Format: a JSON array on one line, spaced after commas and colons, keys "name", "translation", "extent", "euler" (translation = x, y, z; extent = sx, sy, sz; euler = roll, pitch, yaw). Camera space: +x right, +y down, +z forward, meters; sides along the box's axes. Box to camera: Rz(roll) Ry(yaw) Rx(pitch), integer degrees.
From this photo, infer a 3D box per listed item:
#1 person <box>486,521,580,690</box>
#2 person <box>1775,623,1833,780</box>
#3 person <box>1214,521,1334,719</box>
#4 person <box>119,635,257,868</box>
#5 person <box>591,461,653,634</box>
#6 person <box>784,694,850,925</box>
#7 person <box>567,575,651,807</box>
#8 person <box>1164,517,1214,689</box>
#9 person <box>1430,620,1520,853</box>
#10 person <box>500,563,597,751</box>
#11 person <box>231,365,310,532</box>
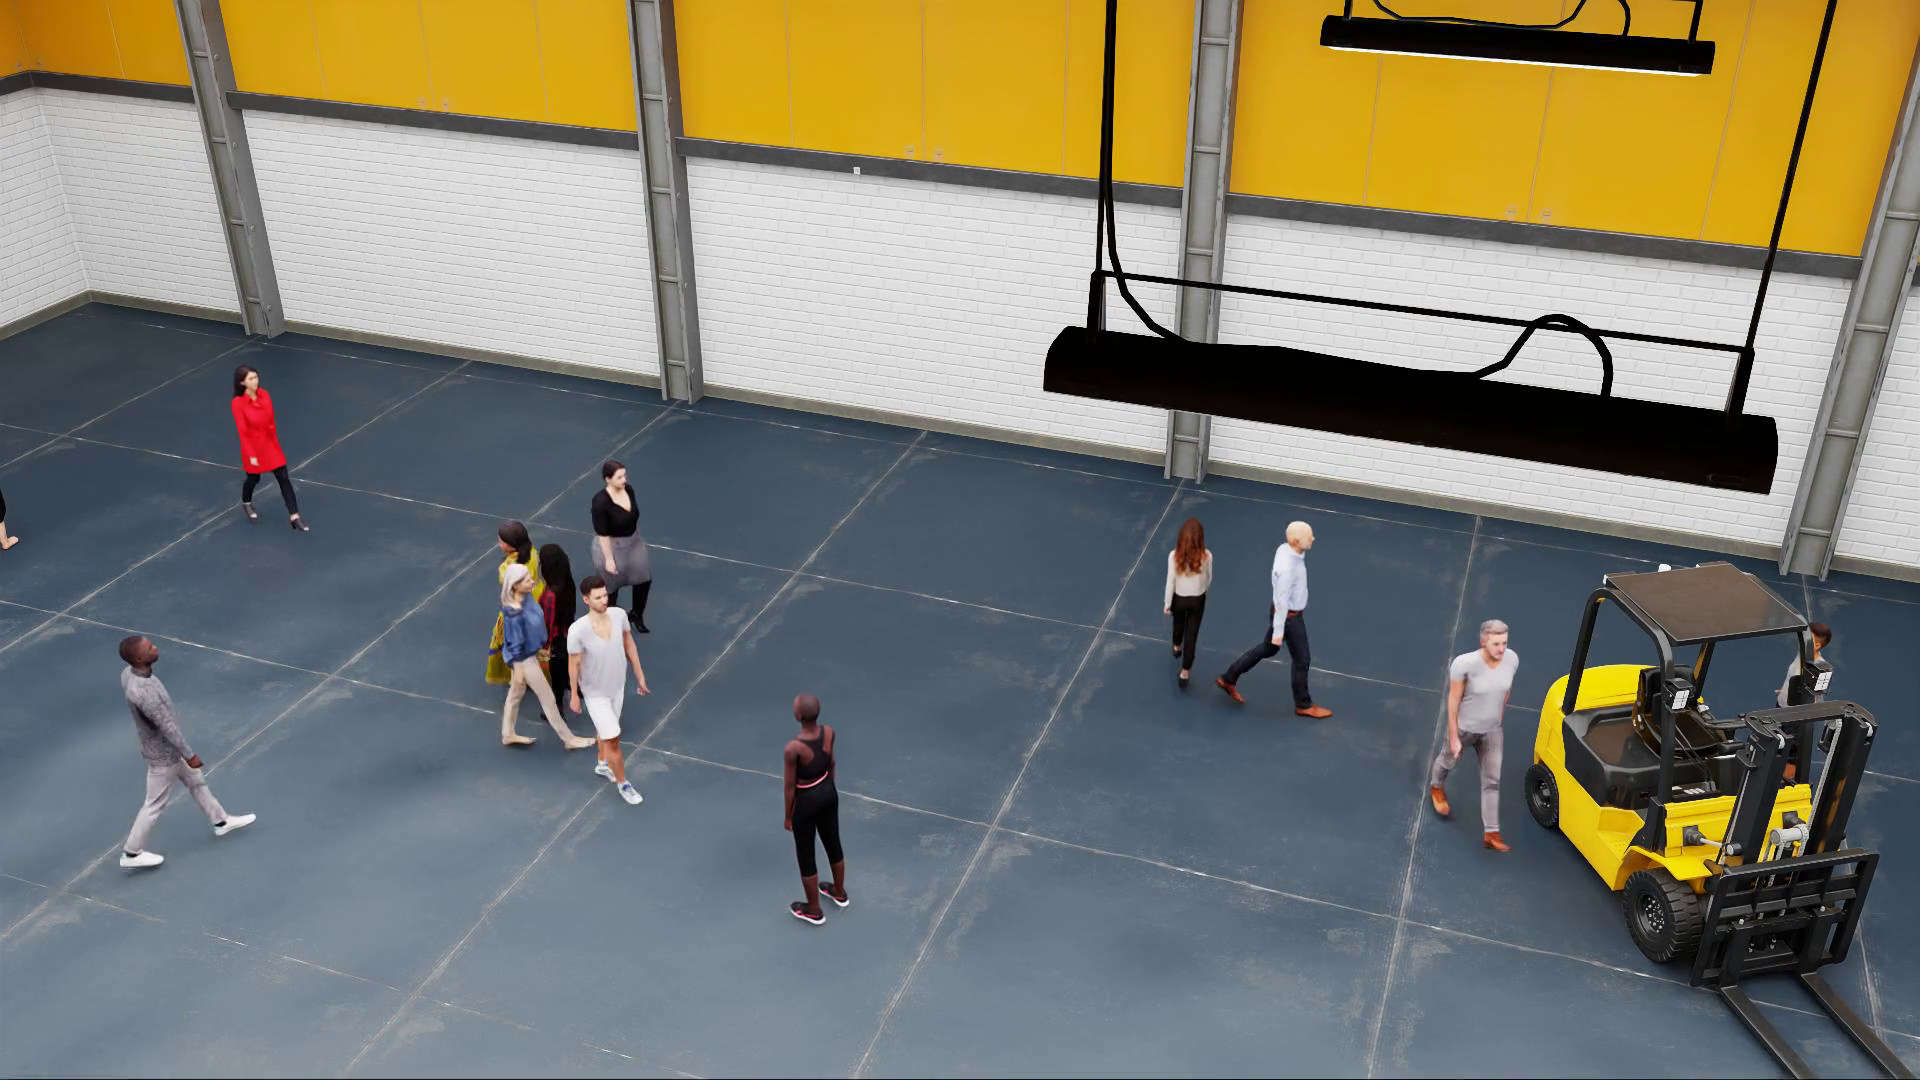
[{"name": "person", "translation": [-3.463, 0.575, 13.649], "extent": [1.286, 1.631, 1.129], "euler": [-5, 29, -9]}, {"name": "person", "translation": [6.390, 1.208, 12.672], "extent": [0.597, 1.455, 0.635], "euler": [0, 29, 0]}, {"name": "person", "translation": [2.534, 0.642, 13.392], "extent": [1.242, 1.760, 0.773], "euler": [5, 29, 10]}, {"name": "person", "translation": [-5.722, 1.528, 11.722], "extent": [1.210, 1.802, 1.202], "euler": [-16, 32, -26]}, {"name": "person", "translation": [-3.044, 0.088, 14.425], "extent": [0.741, 1.742, 0.744], "euler": [19, 34, 31]}, {"name": "person", "translation": [-0.981, 1.802, 11.272], "extent": [0.662, 1.753, 0.653], "euler": [25, 37, 38]}, {"name": "person", "translation": [-2.747, 1.058, 12.551], "extent": [1.027, 1.835, 0.897], "euler": [22, 36, 35]}, {"name": "person", "translation": [1.916, 0.554, 13.881], "extent": [0.960, 1.445, 0.733], "euler": [3, 29, 5]}, {"name": "person", "translation": [3.693, 1.319, 12.132], "extent": [1.232, 1.777, 1.161], "euler": [-5, 29, -10]}, {"name": "person", "translation": [-3.477, 0.939, 12.945], "extent": [1.094, 1.666, 0.888], "euler": [-3, 29, -5]}, {"name": "person", "translation": [-6.899, -0.881, 16.242], "extent": [1.145, 1.704, 0.773], "euler": [17, 33, 28]}]
